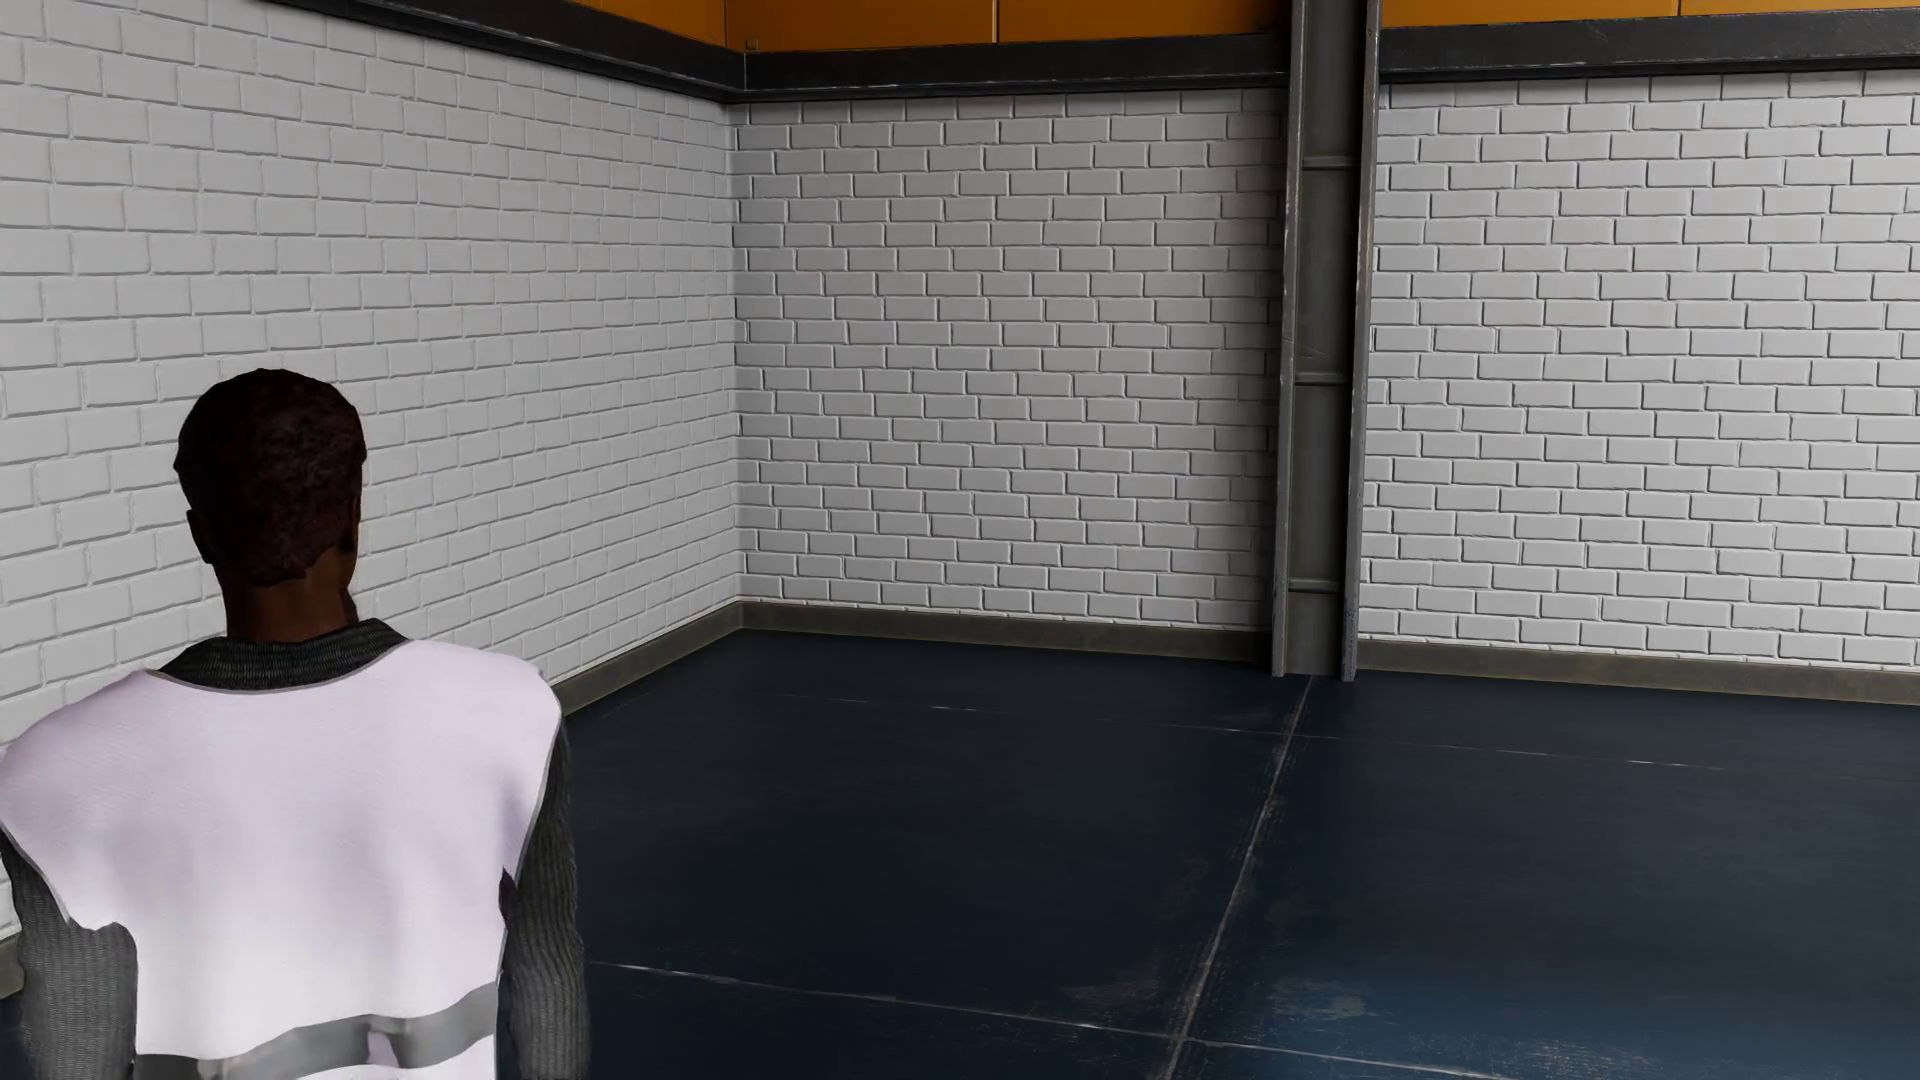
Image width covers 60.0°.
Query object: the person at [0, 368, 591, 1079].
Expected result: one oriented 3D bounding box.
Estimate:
[{"bbox_3d":[-0.706,0.768,1.885,0.587,1.914,0.390,-5,10,-26],"label":"person"}]
